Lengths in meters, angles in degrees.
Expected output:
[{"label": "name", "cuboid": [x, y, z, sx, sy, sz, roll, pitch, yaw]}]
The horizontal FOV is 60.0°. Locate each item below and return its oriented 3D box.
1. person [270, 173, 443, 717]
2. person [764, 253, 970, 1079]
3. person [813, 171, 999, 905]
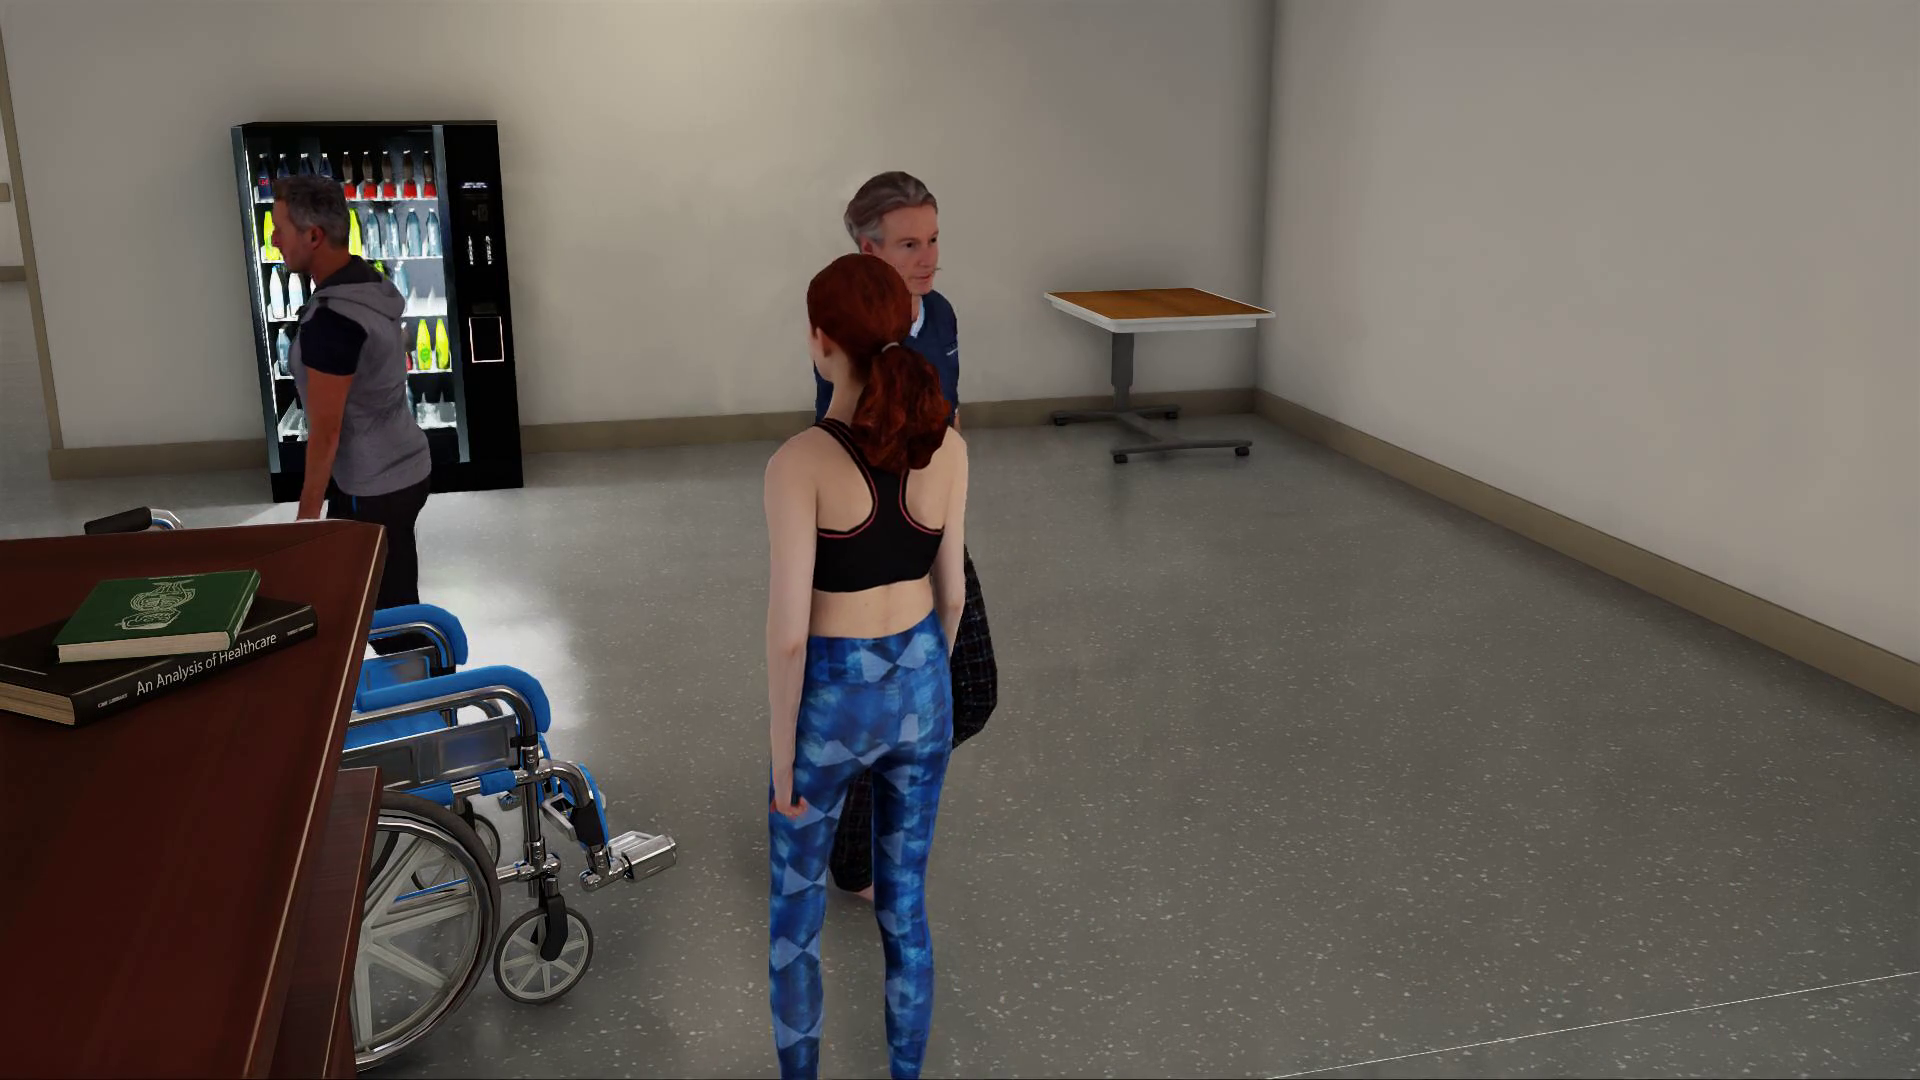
[{"label": "person", "cuboid": [-1.617, -0.142, 4.849, 0.613, 1.800, 0.720, -2, 16, -8]}, {"label": "person", "cuboid": [-0.130, 0.383, 3.023, 0.660, 1.782, 0.723, -9, 18, -28]}, {"label": "person", "cuboid": [-0.236, 0.033, 4.151, 0.910, 1.843, 0.846, 10, 19, 32]}]
